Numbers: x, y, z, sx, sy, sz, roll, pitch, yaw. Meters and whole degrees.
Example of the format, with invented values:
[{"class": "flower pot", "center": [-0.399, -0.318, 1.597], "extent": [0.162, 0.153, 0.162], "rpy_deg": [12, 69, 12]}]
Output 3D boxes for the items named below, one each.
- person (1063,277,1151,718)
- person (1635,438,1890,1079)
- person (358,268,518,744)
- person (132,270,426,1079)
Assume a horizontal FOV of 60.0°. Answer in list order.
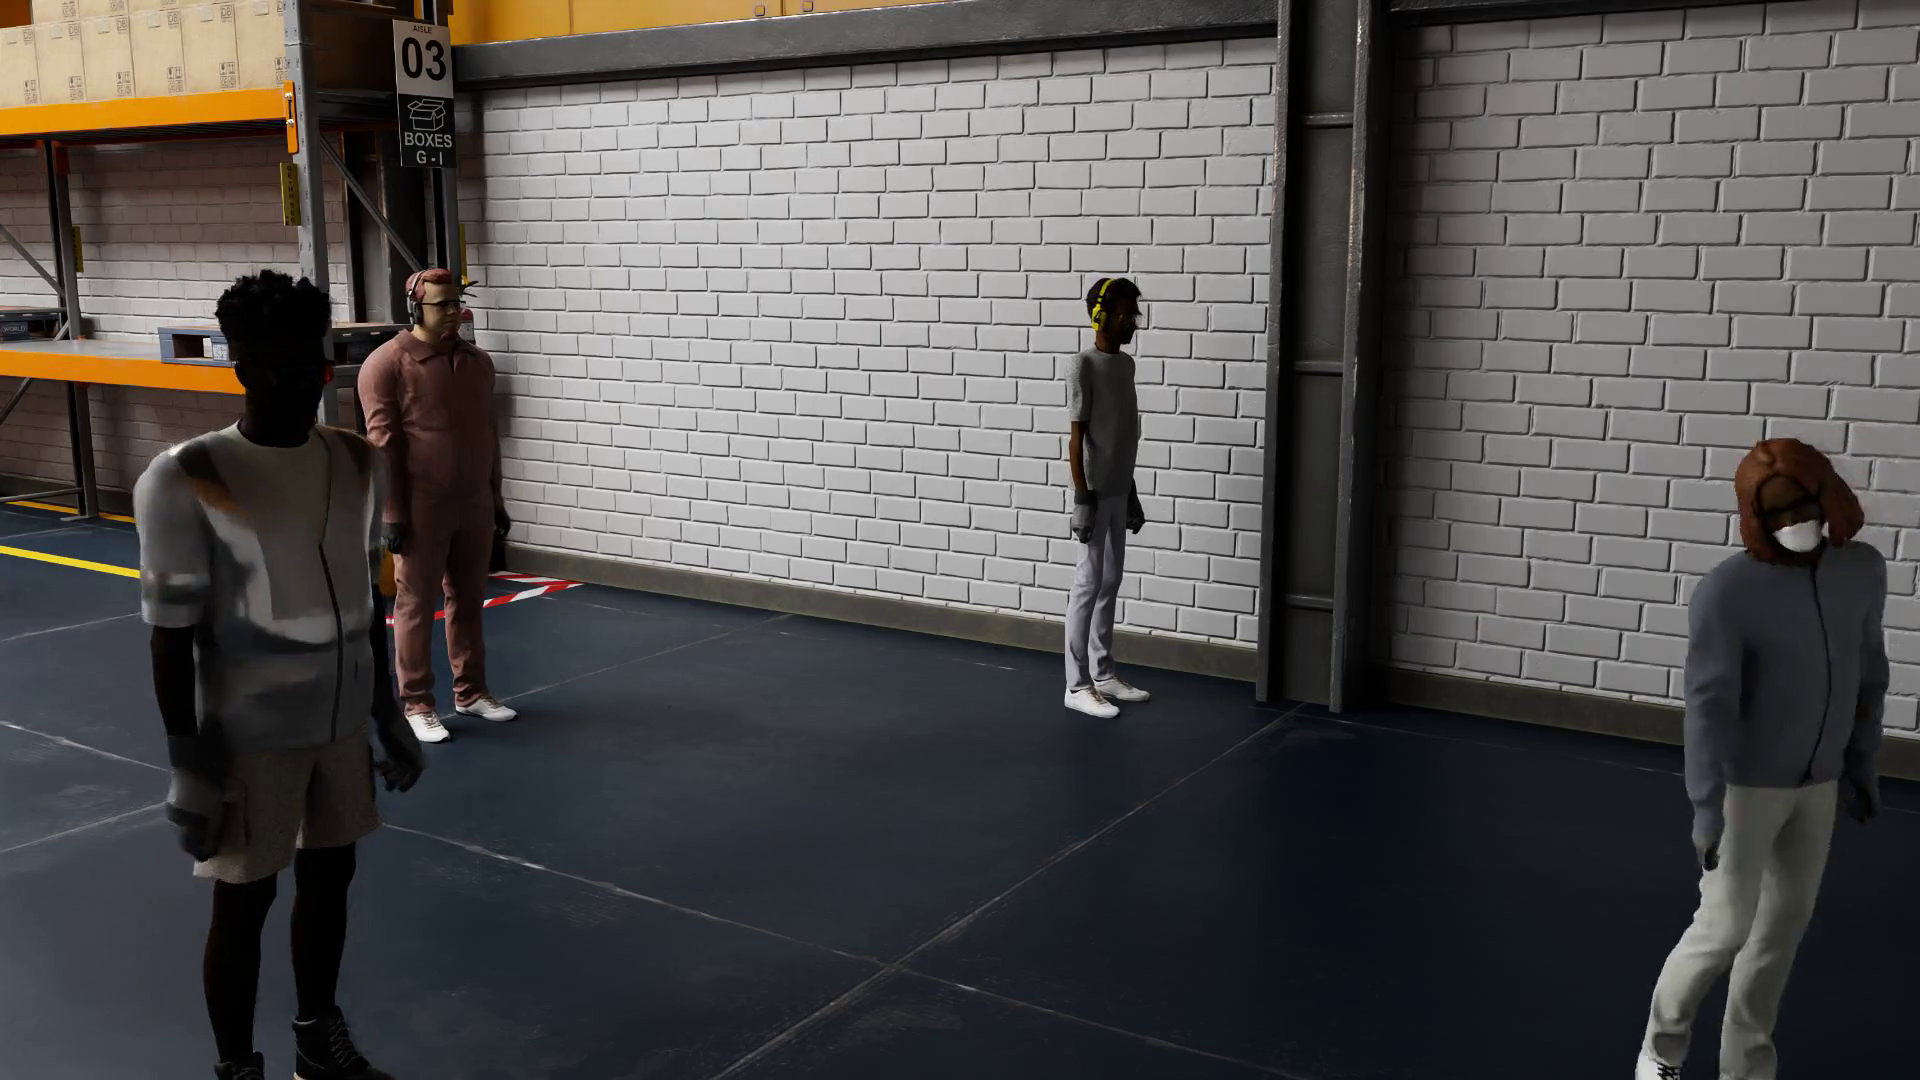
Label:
[{"class": "person", "center": [0.635, -0.184, 7.144], "extent": [0.328, 1.865, 0.509], "rpy_deg": [6, 12, 31]}, {"class": "person", "center": [1.821, 0.560, 3.759], "extent": [0.535, 1.604, 0.383], "rpy_deg": [-4, 11, -21]}, {"class": "person", "center": [-2.104, -0.146, 6.814], "extent": [0.410, 1.909, 0.642], "rpy_deg": [6, 12, 31]}, {"class": "person", "center": [-1.483, 0.391, 3.709], "extent": [0.388, 1.958, 0.645], "rpy_deg": [6, 12, 28]}]
